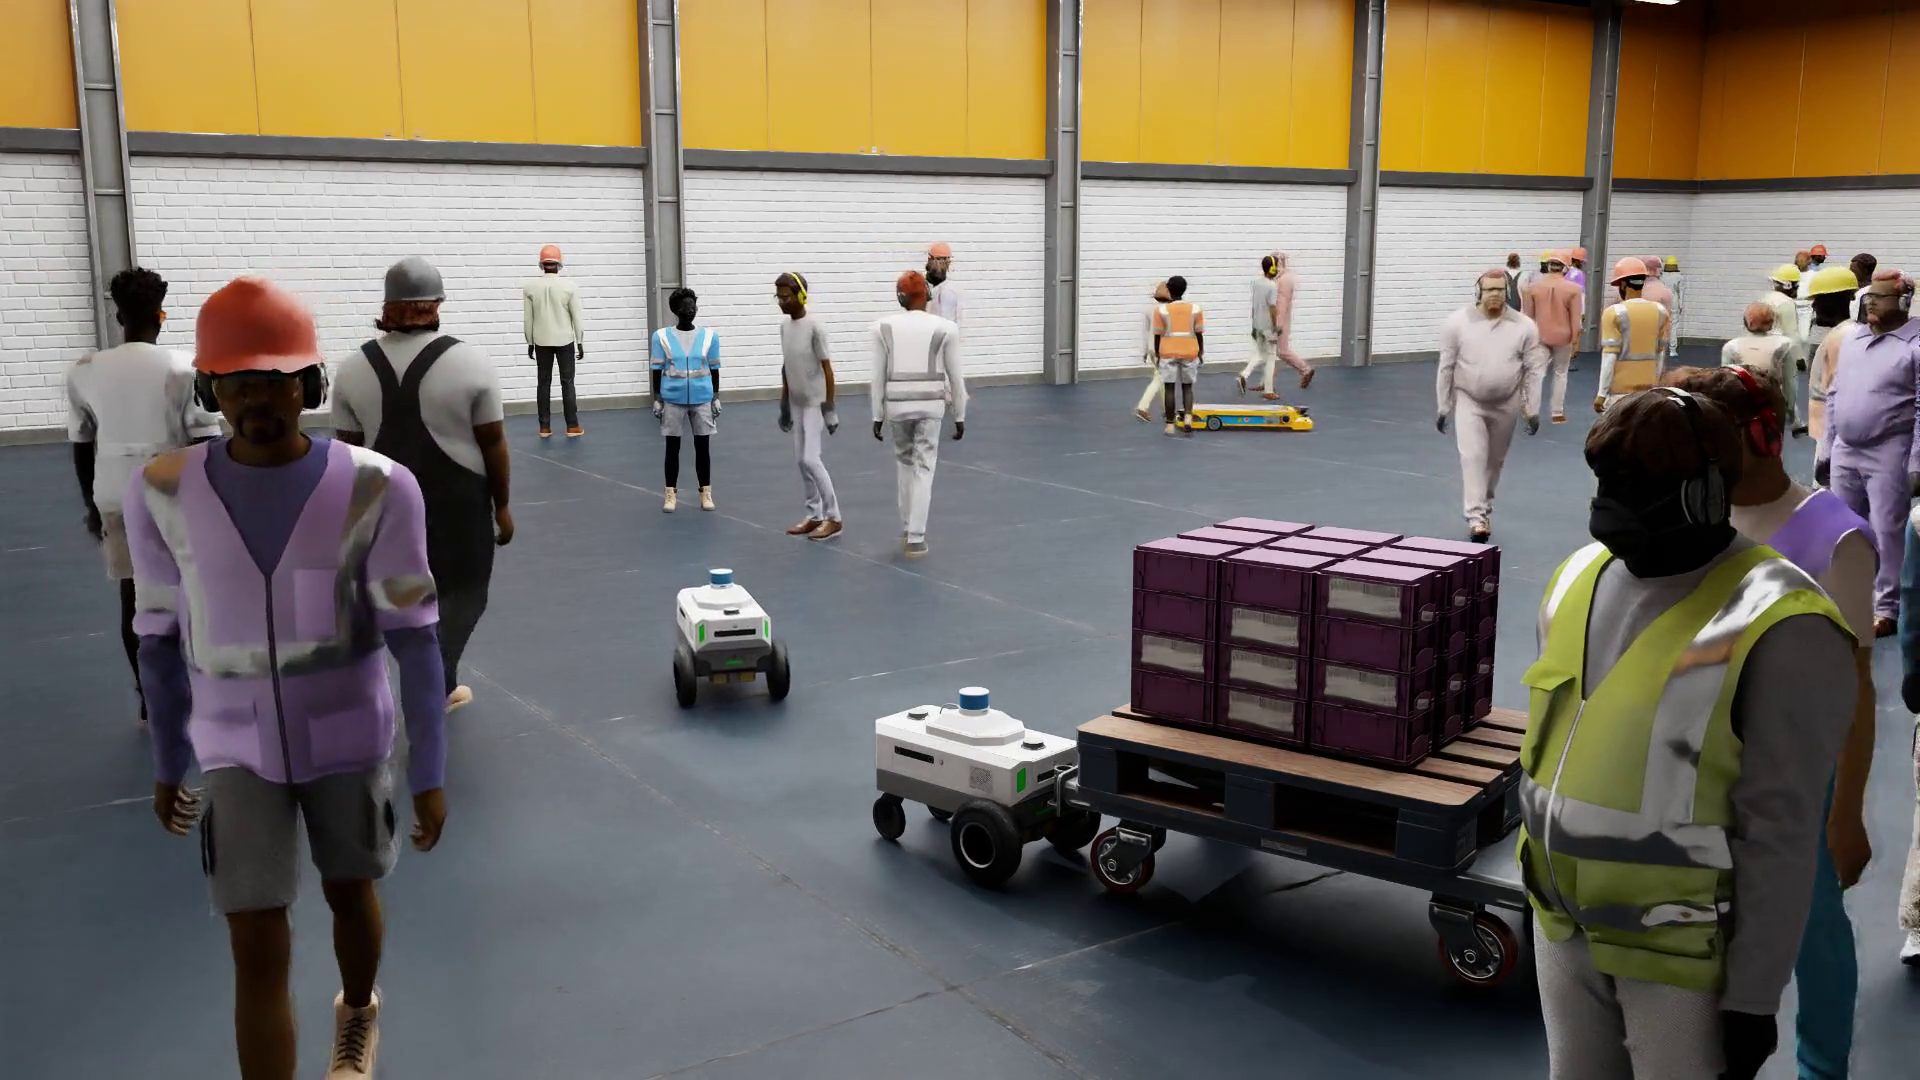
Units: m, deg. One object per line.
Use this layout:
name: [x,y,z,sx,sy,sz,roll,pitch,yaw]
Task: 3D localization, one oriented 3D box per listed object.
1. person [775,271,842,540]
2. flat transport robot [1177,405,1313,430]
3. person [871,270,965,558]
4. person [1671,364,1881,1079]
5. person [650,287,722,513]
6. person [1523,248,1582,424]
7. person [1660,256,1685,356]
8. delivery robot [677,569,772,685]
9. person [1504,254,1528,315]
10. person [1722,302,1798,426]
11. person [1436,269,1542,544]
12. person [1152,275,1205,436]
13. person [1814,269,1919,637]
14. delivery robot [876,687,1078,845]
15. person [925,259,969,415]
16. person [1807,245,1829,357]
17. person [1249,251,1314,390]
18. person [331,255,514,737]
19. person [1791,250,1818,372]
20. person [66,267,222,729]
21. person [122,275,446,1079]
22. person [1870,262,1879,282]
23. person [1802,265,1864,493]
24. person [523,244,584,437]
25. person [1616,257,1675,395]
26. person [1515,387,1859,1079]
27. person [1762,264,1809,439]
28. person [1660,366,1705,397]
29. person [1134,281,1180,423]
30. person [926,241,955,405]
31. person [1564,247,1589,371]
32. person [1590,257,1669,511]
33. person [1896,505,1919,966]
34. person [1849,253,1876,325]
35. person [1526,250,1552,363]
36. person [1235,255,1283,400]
person: [-1.074,-0.918,11.478,0.439,1.839,0.568,-8,13,-36]
flat transport robot: [3.086,-1.344,18.097,1.431,0.197,0.652,1,10,7]
person: [-0.255,-0.836,10.964,0.602,1.852,0.755,2,11,11]
person: [1.756,0.512,3.725,0.861,1.786,0.679,-4,11,-22]
person: [-2.066,-1.054,12.584,0.541,1.699,0.315,-3,11,-13]
person: [6.497,-2.222,18.320,0.626,1.956,0.828,8,13,37]
person: [12.425,-4.102,29.179,0.493,1.742,0.299,5,11,26]
delivery robot: [-1.089,0.377,7.623,0.477,0.478,0.707,-3,11,-17]
person: [8.870,-3.712,26.882,0.517,1.796,0.921,2,10,9]
person: [5.850,-0.948,12.251,0.517,1.605,0.770,7,13,35]
person: [3.608,-0.902,11.316,0.669,1.850,0.980,1,10,7]
person: [2.294,-1.930,17.448,0.560,1.668,0.418,0,10,-1]
person: [4.791,-0.451,8.725,0.405,1.906,0.674,-4,11,-20]
delivery robot: [0.046,0.741,5.627,0.707,0.478,0.477,9,14,41]
person: [-0.229,-2.281,18.962,0.511,1.826,0.651,-4,11,-19]
person: [14.848,-4.155,28.933,0.365,1.935,0.552,3,11,16]
person: [4.362,-2.941,22.424,0.774,1.889,0.640,-1,10,-5]
person: [-2.214,-0.184,6.882,0.687,2.000,0.896,1,10,7]
person: [12.684,-3.432,25.148,0.573,1.871,0.452,9,14,40]
person: [-3.471,-0.199,7.235,0.634,1.934,0.789,-2,10,-10]
person: [-1.431,0.442,3.577,0.629,2.001,0.982,-3,11,-15]
person: [11.021,-2.514,20.273,0.548,1.810,0.616,-1,10,-4]
person: [5.089,-0.632,9.704,0.421,1.932,0.610,7,12,32]
person: [-4.217,-2.066,17.326,0.625,1.994,0.389,0,10,1]
person: [7.341,-2.077,17.780,0.644,1.854,0.990,10,14,43]
person: [1.159,0.658,2.838,0.429,1.838,0.623,-4,11,-19]
person: [8.393,-1.887,16.891,0.911,1.786,0.590,2,10,10]
person: [2.766,0.103,6.537,0.494,1.595,0.853,2,10,9]
person: [2.247,-2.126,18.774,0.853,1.588,0.501,-8,13,-38]
person: [-0.351,-2.647,20.435,0.758,2.026,0.619,0,10,2]
person: [9.487,-3.577,25.852,0.482,1.909,0.749,-3,11,-18]
person: [5.001,-1.149,12.483,0.543,1.927,0.383,-3,11,-16]
person: [2.975,0.422,4.801,0.515,1.589,0.887,7,12,32]
person: [8.683,-1.798,16.064,0.392,1.919,0.590,4,11,21]
person: [9.379,-3.708,26.696,0.592,1.877,0.988,7,12,33]
person: [3.841,-2.694,21.168,0.585,1.851,0.535,-5,12,-26]
